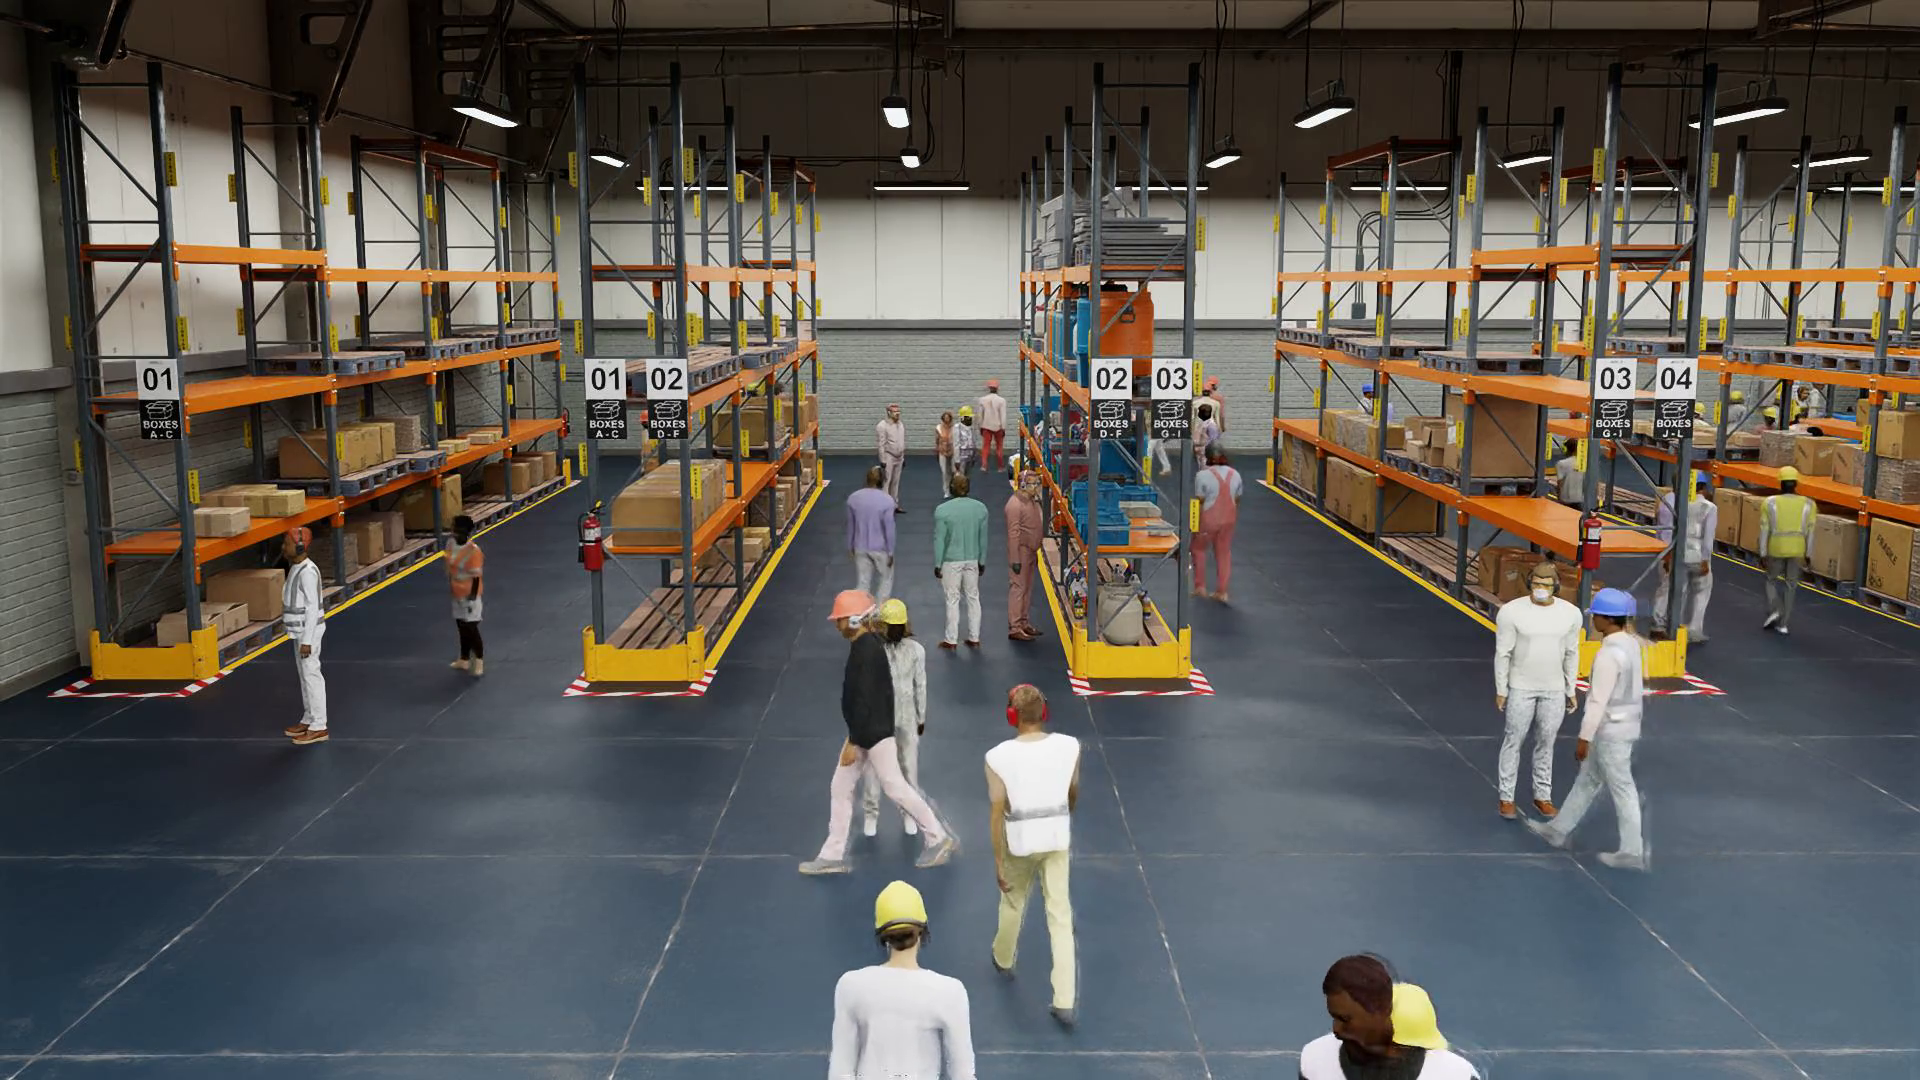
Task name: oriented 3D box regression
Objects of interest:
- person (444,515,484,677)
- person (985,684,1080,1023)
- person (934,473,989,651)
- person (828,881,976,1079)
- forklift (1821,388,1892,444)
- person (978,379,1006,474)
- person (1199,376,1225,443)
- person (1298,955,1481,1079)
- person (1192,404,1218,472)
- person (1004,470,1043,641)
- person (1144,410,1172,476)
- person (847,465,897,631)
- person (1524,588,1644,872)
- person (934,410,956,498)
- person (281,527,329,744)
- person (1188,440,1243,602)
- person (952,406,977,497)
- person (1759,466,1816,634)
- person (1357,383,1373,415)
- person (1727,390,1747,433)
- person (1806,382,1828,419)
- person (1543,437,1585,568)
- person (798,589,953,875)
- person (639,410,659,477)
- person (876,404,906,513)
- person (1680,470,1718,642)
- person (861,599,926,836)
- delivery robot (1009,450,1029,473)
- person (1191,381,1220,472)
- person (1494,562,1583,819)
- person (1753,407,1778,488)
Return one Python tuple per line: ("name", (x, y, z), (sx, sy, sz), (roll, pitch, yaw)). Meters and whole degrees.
("person", (-5.049, 0.548, 16.831), (0.669, 1.670, 0.322), (7, 11, 39))
("person", (0.399, 1.682, 9.160), (0.554, 1.787, 1.022), (-2, 9, -13))
("person", (0.007, 0.239, 17.972), (0.628, 1.932, 0.375), (-4, 10, -26))
("person", (-0.238, 2.180, 6.212), (0.558, 1.705, 0.950), (2, 9, 15))
("forklift", (20.072, -3.110, 36.462), (1.873, 2.768, 1.129), (0, 9, 0))
("person", (0.660, -2.340, 34.500), (0.633, 1.967, 0.879), (4, 10, 24))
("person", (5.315, -2.452, 35.098), (0.612, 1.991, 0.402), (7, 11, 38))
("person", (1.361, 2.240, 5.307), (0.640, 1.862, 0.835), (8, 12, 41))
("person", (4.311, -1.484, 29.328), (0.430, 1.845, 0.619), (-2, 9, -10))
("person", (0.729, 0.167, 18.526), (0.399, 1.902, 0.643), (3, 9, 21))
("person", (3.928, -2.175, 33.969), (0.987, 1.777, 0.631), (-3, 9, -16))
("person", (-0.982, 0.104, 18.879), (0.700, 1.920, 0.550), (4, 10, 25))
("person", (4.295, 1.272, 11.357), (0.916, 1.909, 0.639), (6, 11, 33))
("person", (-0.204, -1.597, 30.739), (0.538, 1.617, 0.590), (1, 9, 6))
("person", (-5.688, 0.815, 14.406), (0.356, 1.884, 0.574), (-5, 10, -30))
("person", (3.129, -0.260, 20.819), (0.694, 2.000, 0.721), (-4, 10, -23))
("person", (0.092, -1.425, 28.975), (0.403, 1.831, 0.596), (5, 10, 29))
("person", (9.340, 0.116, 18.827), (0.587, 1.905, 0.424), (3, 9, 17))
("person", (8.195, -2.195, 33.555), (0.379, 1.951, 0.607), (5, 10, 32))
("person", (16.113, -2.258, 34.674), (0.645, 1.722, 0.500), (-6, 10, -32))
("person", (18.679, -2.626, 36.361), (0.420, 1.938, 0.615), (3, 9, 21))
("person", (8.557, -0.540, 23.350), (0.517, 1.817, 0.994), (0, 9, -3))
("person", (-0.550, 1.286, 11.228), (1.042, 1.938, 0.620), (-3, 9, -19))
("person", (-4.992, -1.157, 26.934), (0.545, 1.933, 0.376), (8, 12, 43))
("person", (-1.145, -1.379, 28.438), (0.403, 1.911, 0.637), (6, 11, 35))
("person", (8.091, 0.182, 18.409), (0.545, 1.900, 0.632), (-5, 10, -29))
("person", (-0.482, 1.273, 11.947), (0.488, 1.737, 0.318), (-1, 9, -4))
("delivery robot", (1.198, -1.576, 33.740), (0.477, 0.478, 0.707), (-1, 9, -6))
("person", (4.929, -2.203, 33.520), (0.615, 1.981, 0.650), (0, 9, -1))
("person", (4.276, 1.112, 12.330), (0.629, 1.936, 0.372), (0, 9, 1))
("person", (14.499, -1.536, 29.958), (0.552, 1.746, 0.407), (-4, 10, -25))
